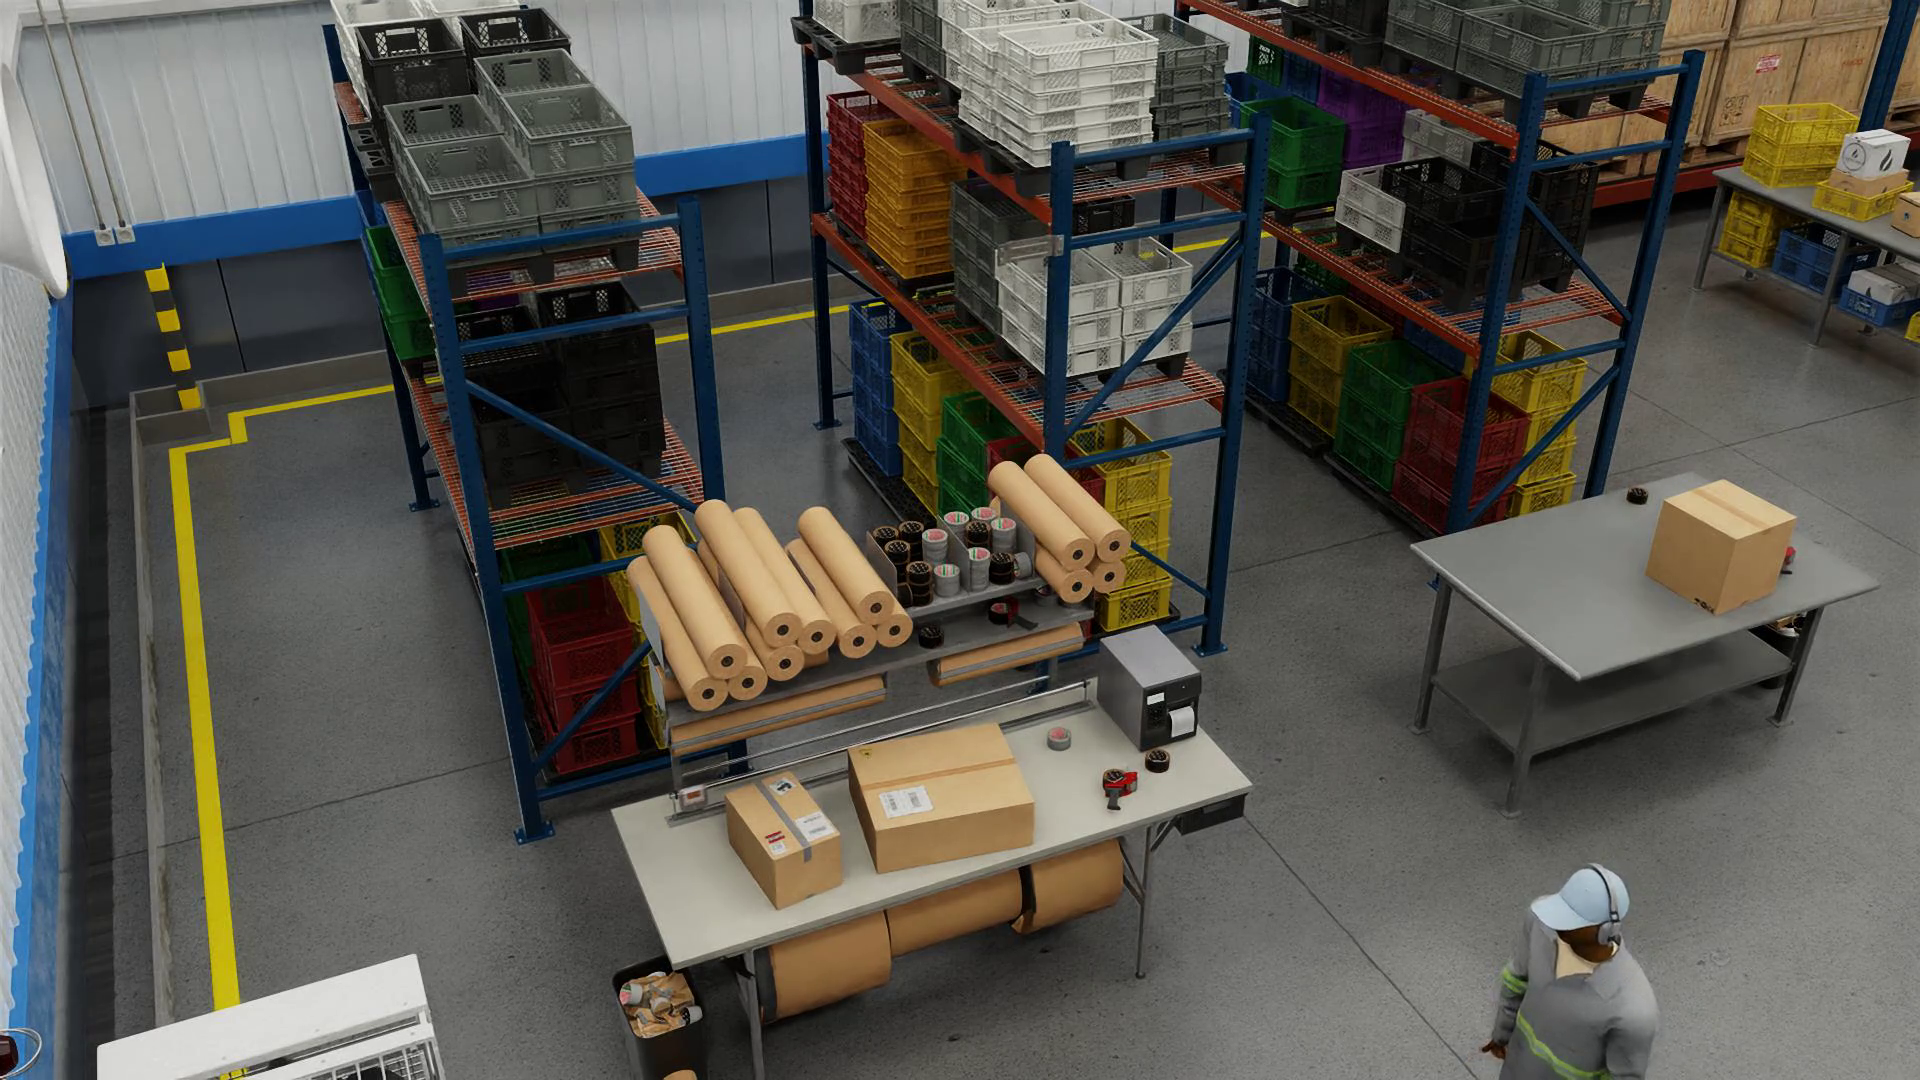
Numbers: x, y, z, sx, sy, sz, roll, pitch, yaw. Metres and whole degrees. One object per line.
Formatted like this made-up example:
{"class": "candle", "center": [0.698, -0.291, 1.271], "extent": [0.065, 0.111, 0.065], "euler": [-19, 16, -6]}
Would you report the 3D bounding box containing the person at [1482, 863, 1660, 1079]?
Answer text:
{"class": "person", "center": [1.955, 1.798, 5.541], "extent": [0.400, 1.851, 0.591], "euler": [-11, 33, -17]}
